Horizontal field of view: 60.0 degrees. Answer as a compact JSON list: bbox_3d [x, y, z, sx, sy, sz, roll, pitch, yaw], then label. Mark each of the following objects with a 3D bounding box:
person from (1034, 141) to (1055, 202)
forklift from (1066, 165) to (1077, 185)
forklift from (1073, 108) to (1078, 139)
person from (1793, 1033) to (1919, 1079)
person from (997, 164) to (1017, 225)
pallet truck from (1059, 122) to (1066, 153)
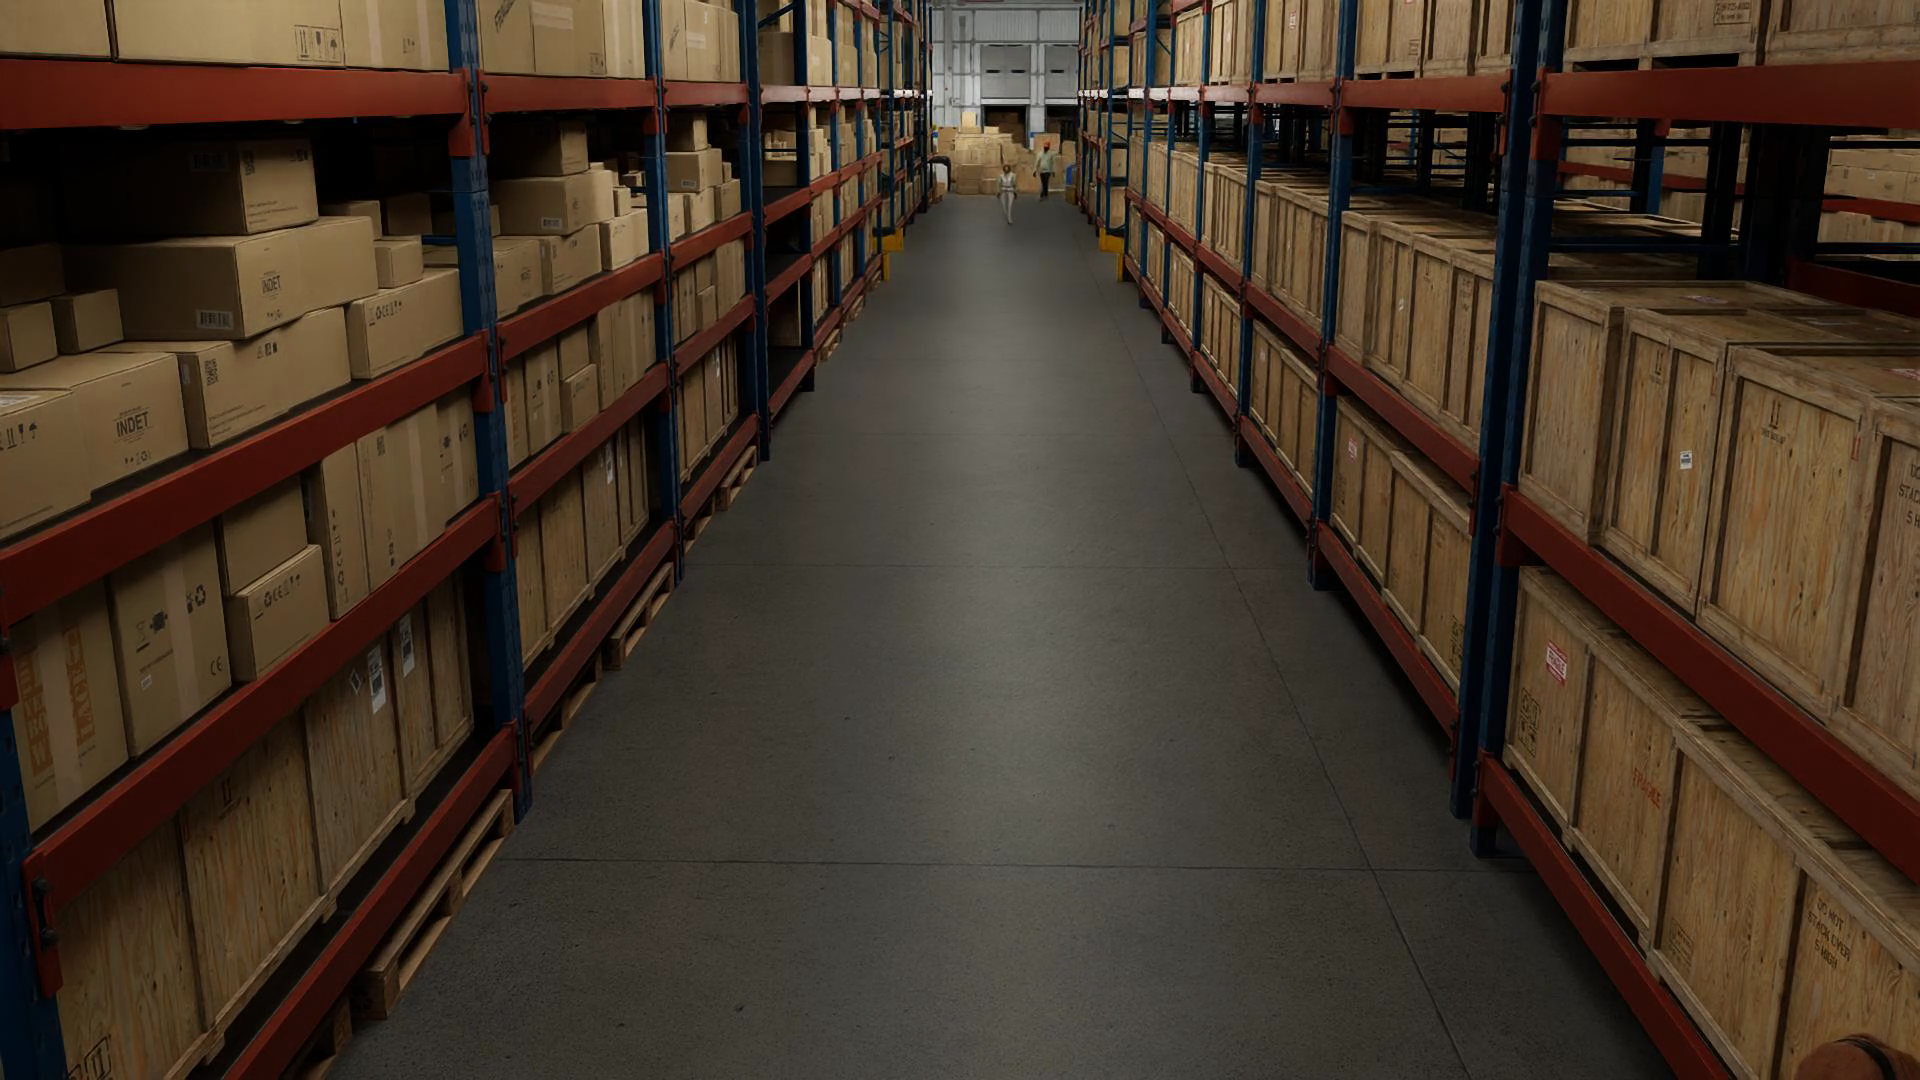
[{"bbox_3d":[2.804,-12.118,54.680,0.665,1.936,1.021,7,16,23],"label":"person"},{"bbox_3d":[4.587,-12.917,55.851,1.873,2.768,1.129,-8,17,-27],"label":"forklift"},{"bbox_3d":[5.291,-17.189,71.745,1.873,2.768,1.129,-13,20,-41],"label":"forklift"},{"bbox_3d":[1.774,1.794,3.472,0.512,1.638,0.312,15,21,43],"label":"person"},{"bbox_3d":[1.255,-9.305,44.832,0.535,1.603,0.819,3,15,9],"label":"person"},{"bbox_3d":[5.788,-21.111,88.014,1.885,1.965,0.823,5,16,18],"label":"pallet truck"}]
